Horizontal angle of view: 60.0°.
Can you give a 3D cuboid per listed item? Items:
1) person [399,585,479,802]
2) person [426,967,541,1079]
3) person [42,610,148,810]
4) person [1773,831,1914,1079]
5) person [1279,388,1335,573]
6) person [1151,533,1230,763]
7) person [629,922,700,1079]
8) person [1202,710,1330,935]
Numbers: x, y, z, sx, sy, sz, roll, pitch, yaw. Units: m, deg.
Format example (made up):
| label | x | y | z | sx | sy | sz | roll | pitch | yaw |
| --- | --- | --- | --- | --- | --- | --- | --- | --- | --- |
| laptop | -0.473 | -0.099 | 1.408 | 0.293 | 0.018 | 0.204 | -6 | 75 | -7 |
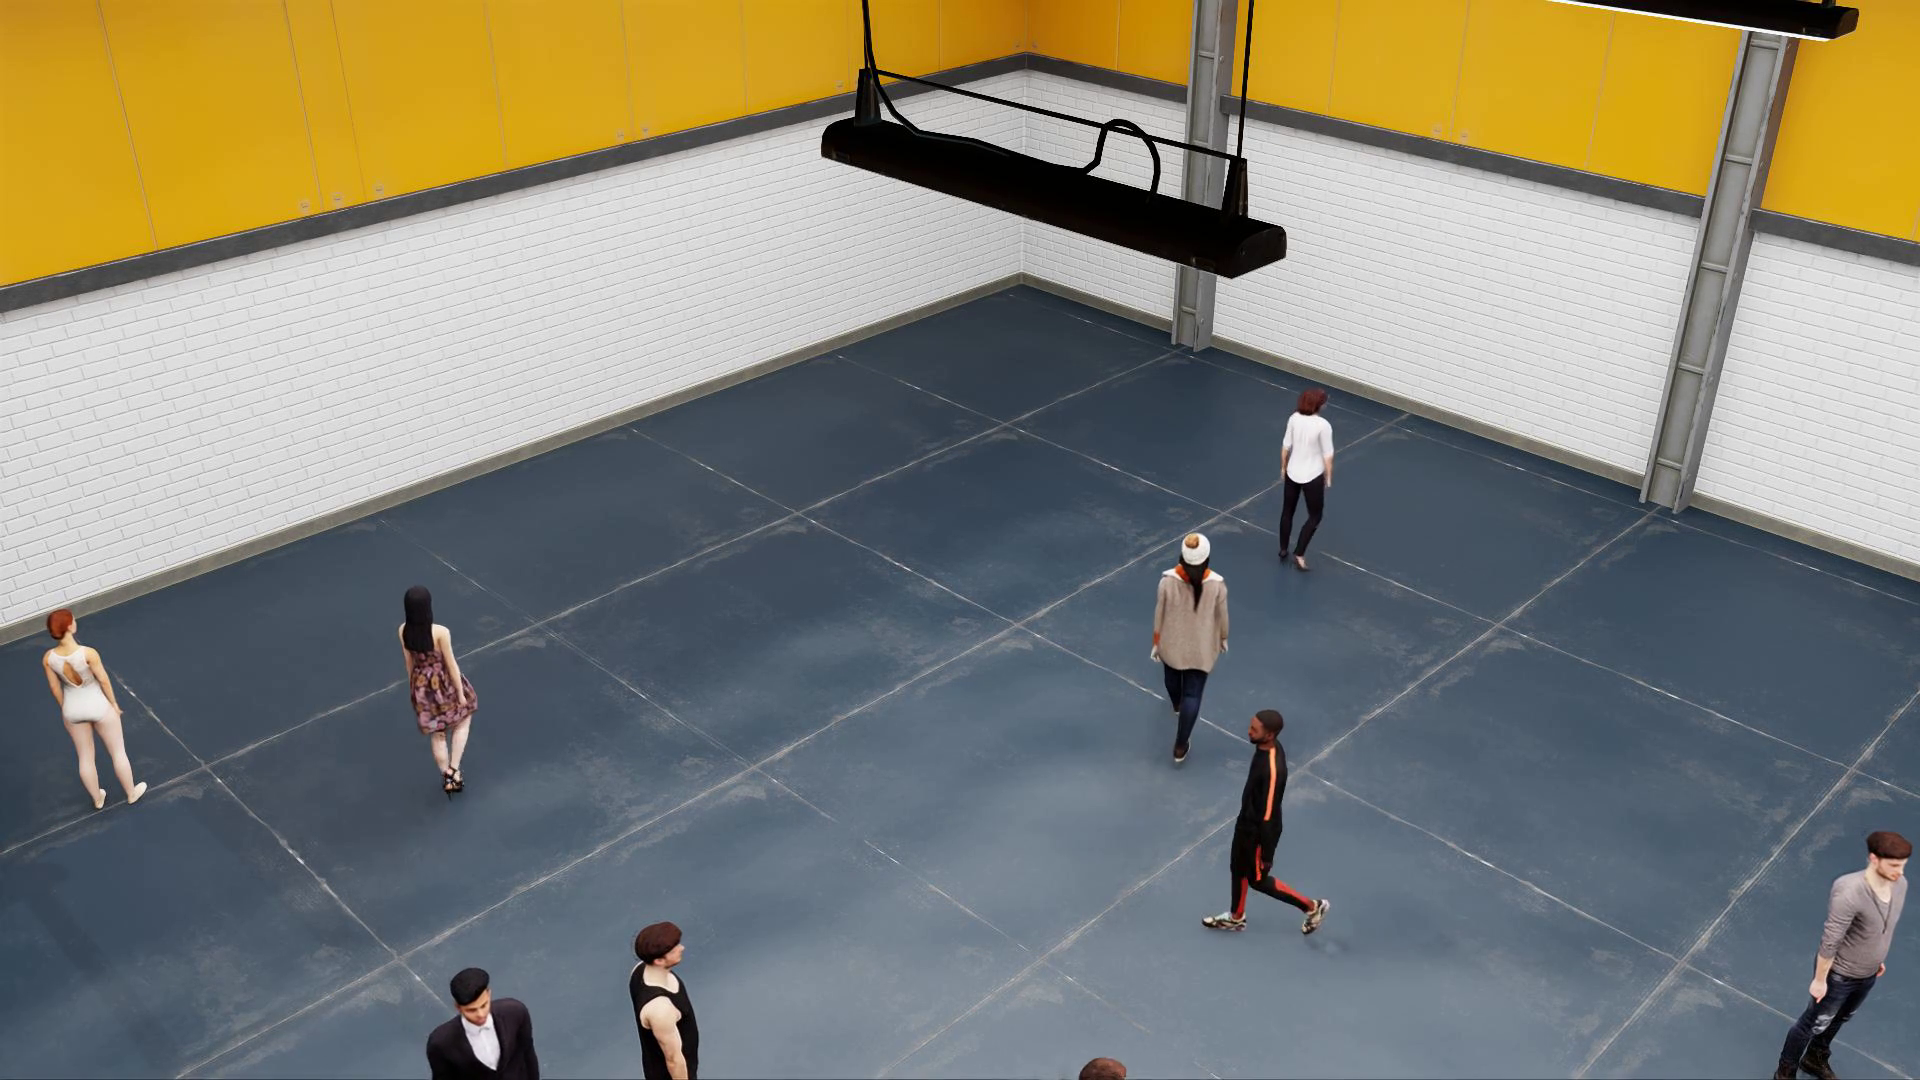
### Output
| label | x | y | z | sx | sy | sz | roll | pitch | yaw |
| --- | --- | --- | --- | --- | --- | --- | --- | --- | --- |
| person | -3.824 | 1.164 | 12.063 | 0.799 | 1.759 | 0.858 | 5 | 29 | 10 |
| person | -2.477 | 2.908 | 8.755 | 0.822 | 1.865 | 0.830 | -14 | 32 | -24 |
| person | -6.322 | 1.233 | 12.057 | 0.620 | 1.643 | 0.642 | -5 | 29 | -9 |
| person | 5.104 | 2.441 | 9.571 | 0.773 | 1.903 | 0.707 | -12 | 31 | -21 |
| person | 3.144 | -0.548 | 15.179 | 0.568 | 1.780 | 0.722 | 14 | 32 | 24 |
| person | 1.711 | 0.820 | 12.604 | 1.215 | 1.844 | 1.130 | 8 | 30 | 14 |
| person | -1.555 | 2.804 | 8.917 | 0.828 | 1.892 | 0.665 | -12 | 31 | -20 |
| person | 2.033 | 1.867 | 10.747 | 1.118 | 1.785 | 1.032 | 2 | 29 | 3 |
